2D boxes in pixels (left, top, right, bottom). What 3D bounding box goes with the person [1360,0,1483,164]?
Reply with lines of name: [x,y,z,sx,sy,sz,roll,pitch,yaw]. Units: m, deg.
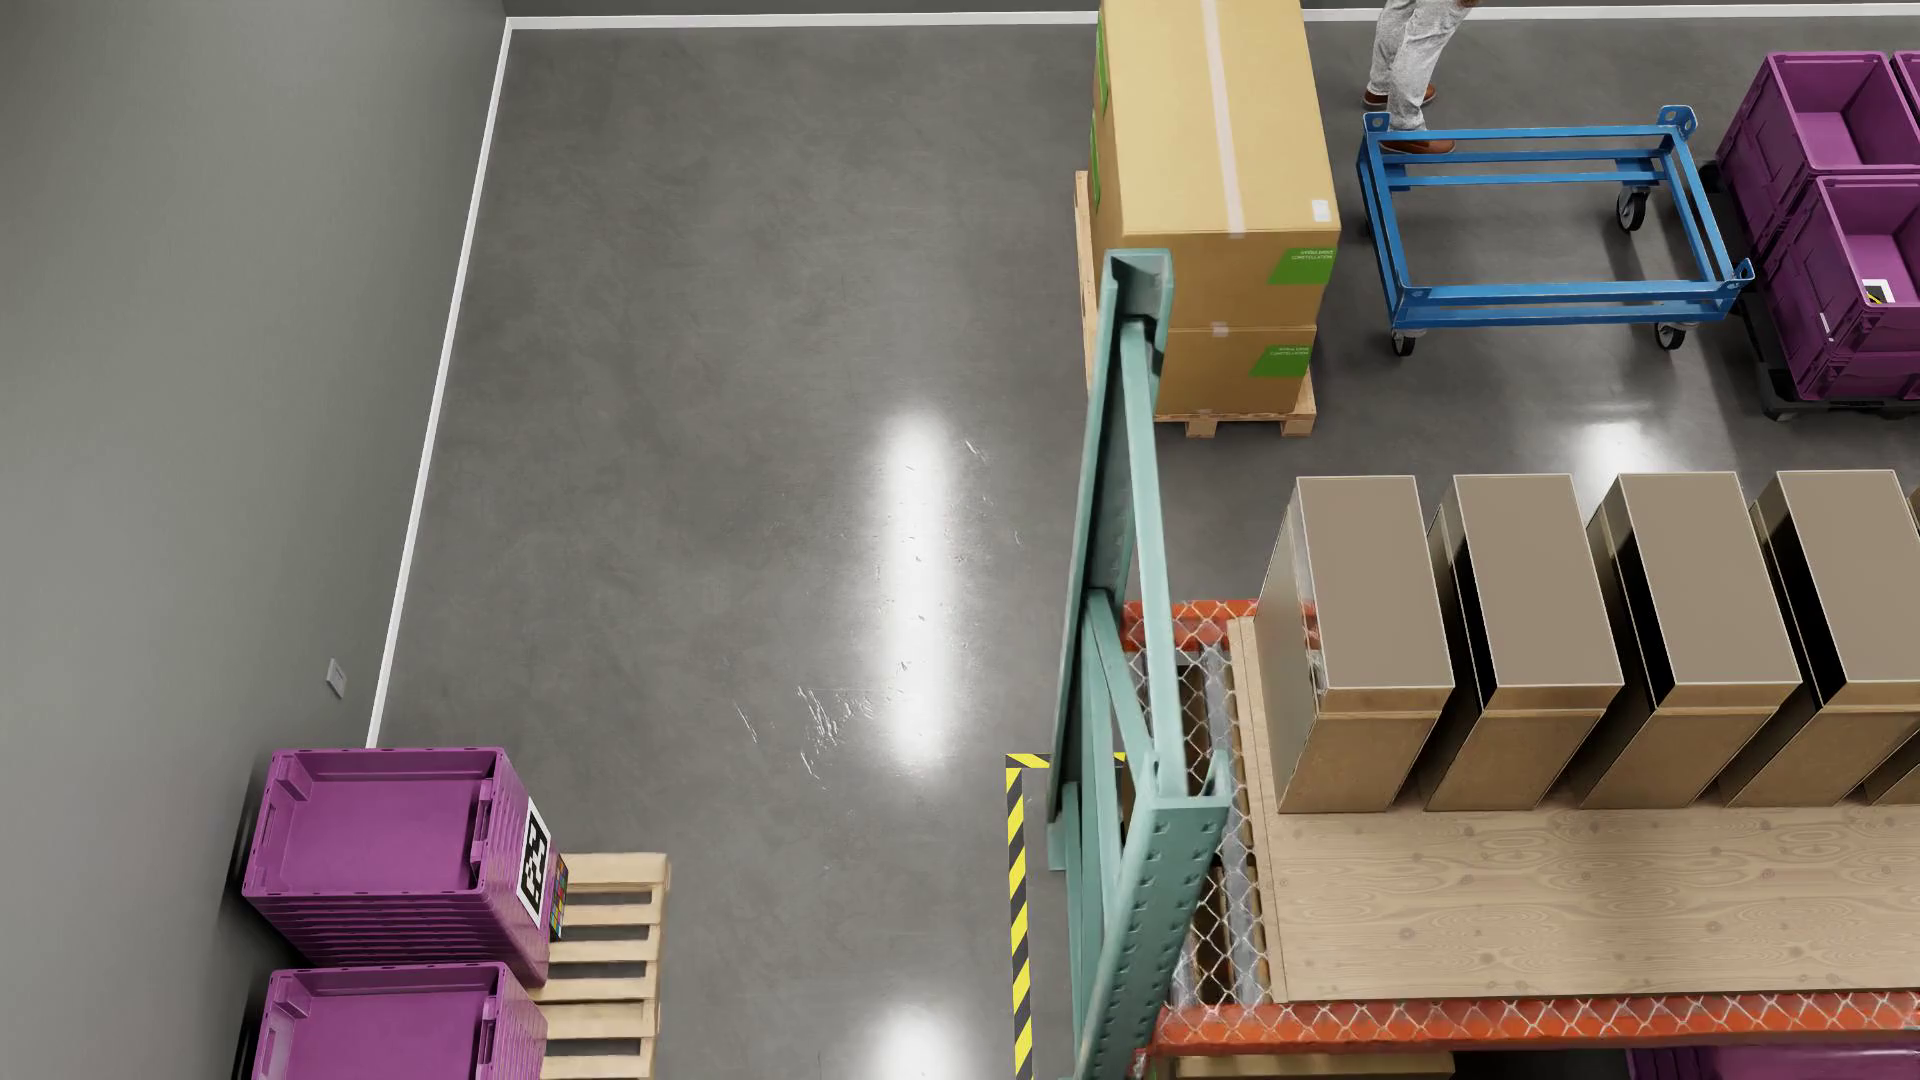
person: [1.822,-2.250,6.082,0.378,1.940,0.628,-1,58,-1]
